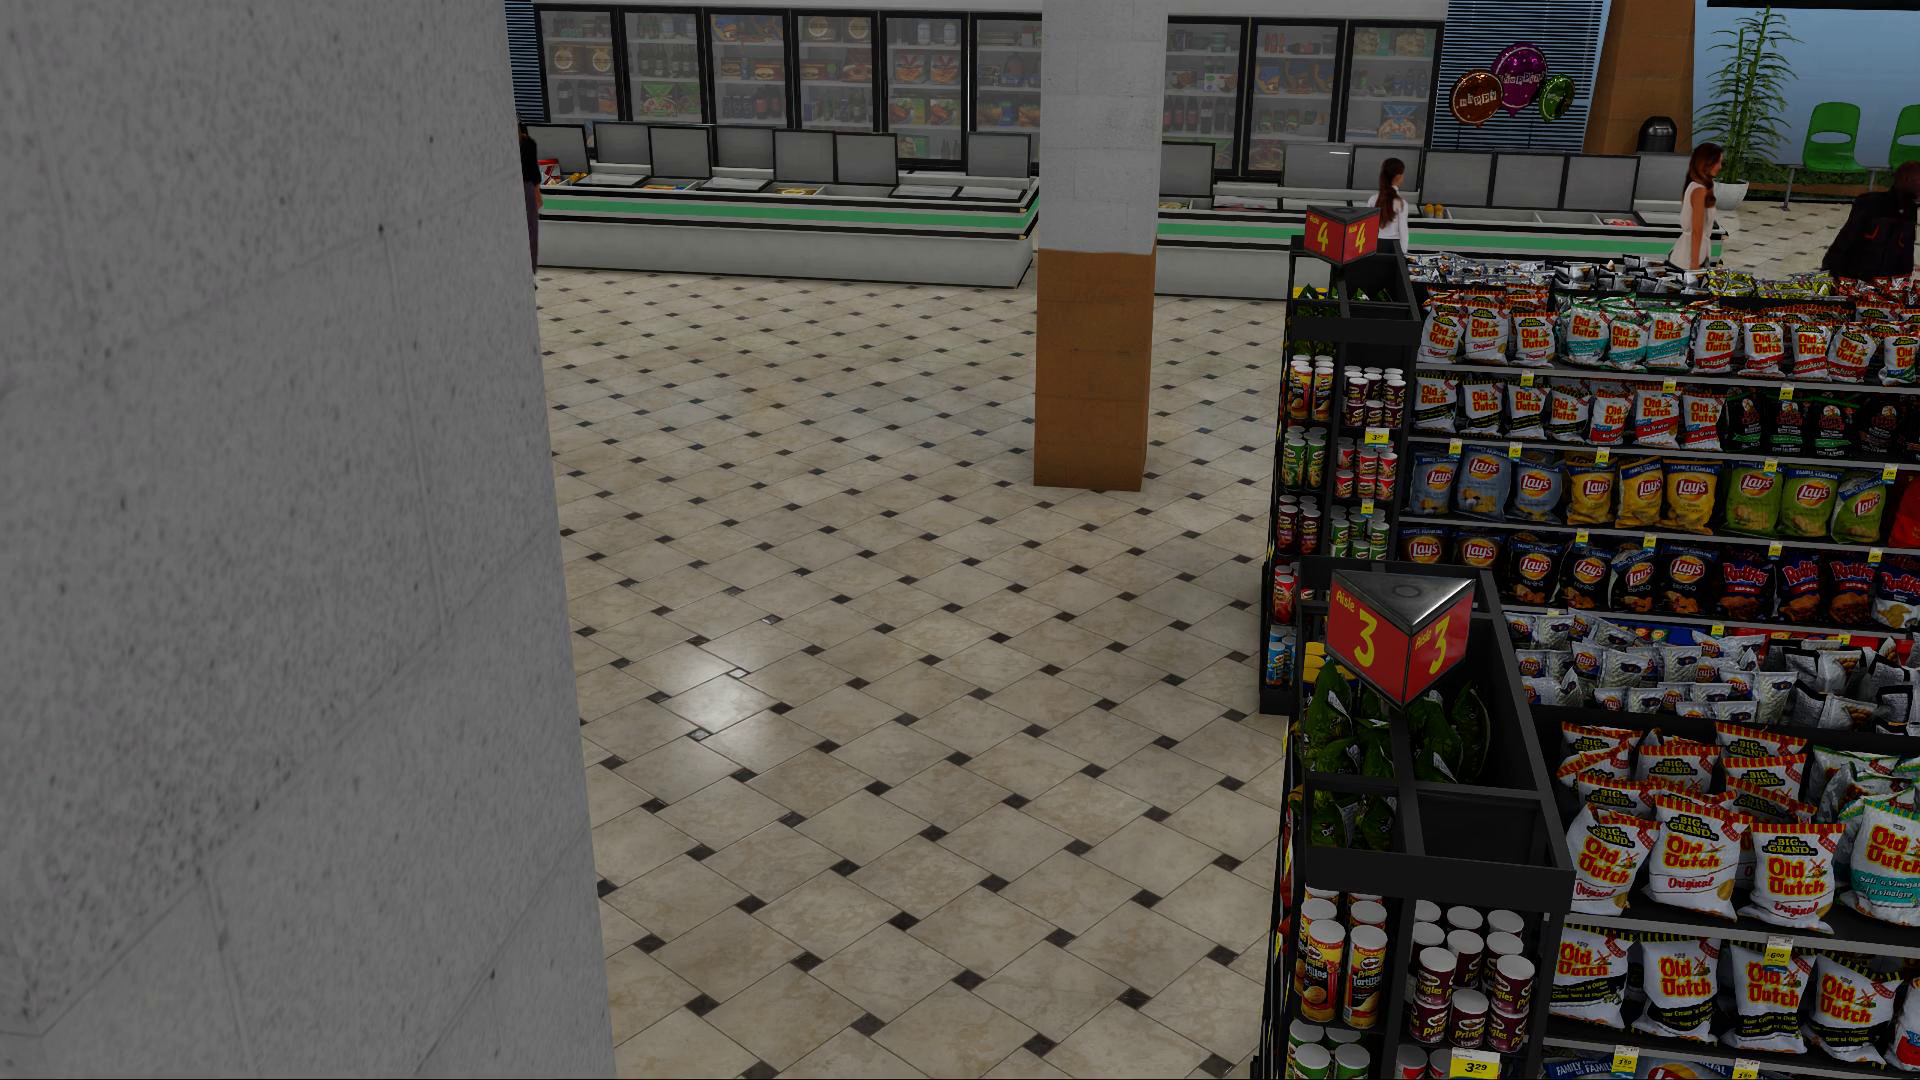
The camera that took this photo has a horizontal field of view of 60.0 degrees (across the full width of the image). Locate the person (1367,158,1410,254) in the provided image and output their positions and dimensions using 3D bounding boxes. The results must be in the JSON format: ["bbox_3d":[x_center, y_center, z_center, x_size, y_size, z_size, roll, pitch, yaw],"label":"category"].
[{"bbox_3d":[3.356,-2.239,13.187,0.586,1.558,0.679,17,29,34],"label":"person"}]

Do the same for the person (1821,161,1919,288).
[{"bbox_3d":[6.446,-1.854,12.039,0.896,1.773,0.979,-2,24,-5],"label":"person"}]

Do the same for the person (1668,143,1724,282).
[{"bbox_3d":[5.498,-2.112,12.617,0.552,1.783,0.616,7,25,16],"label":"person"}]
